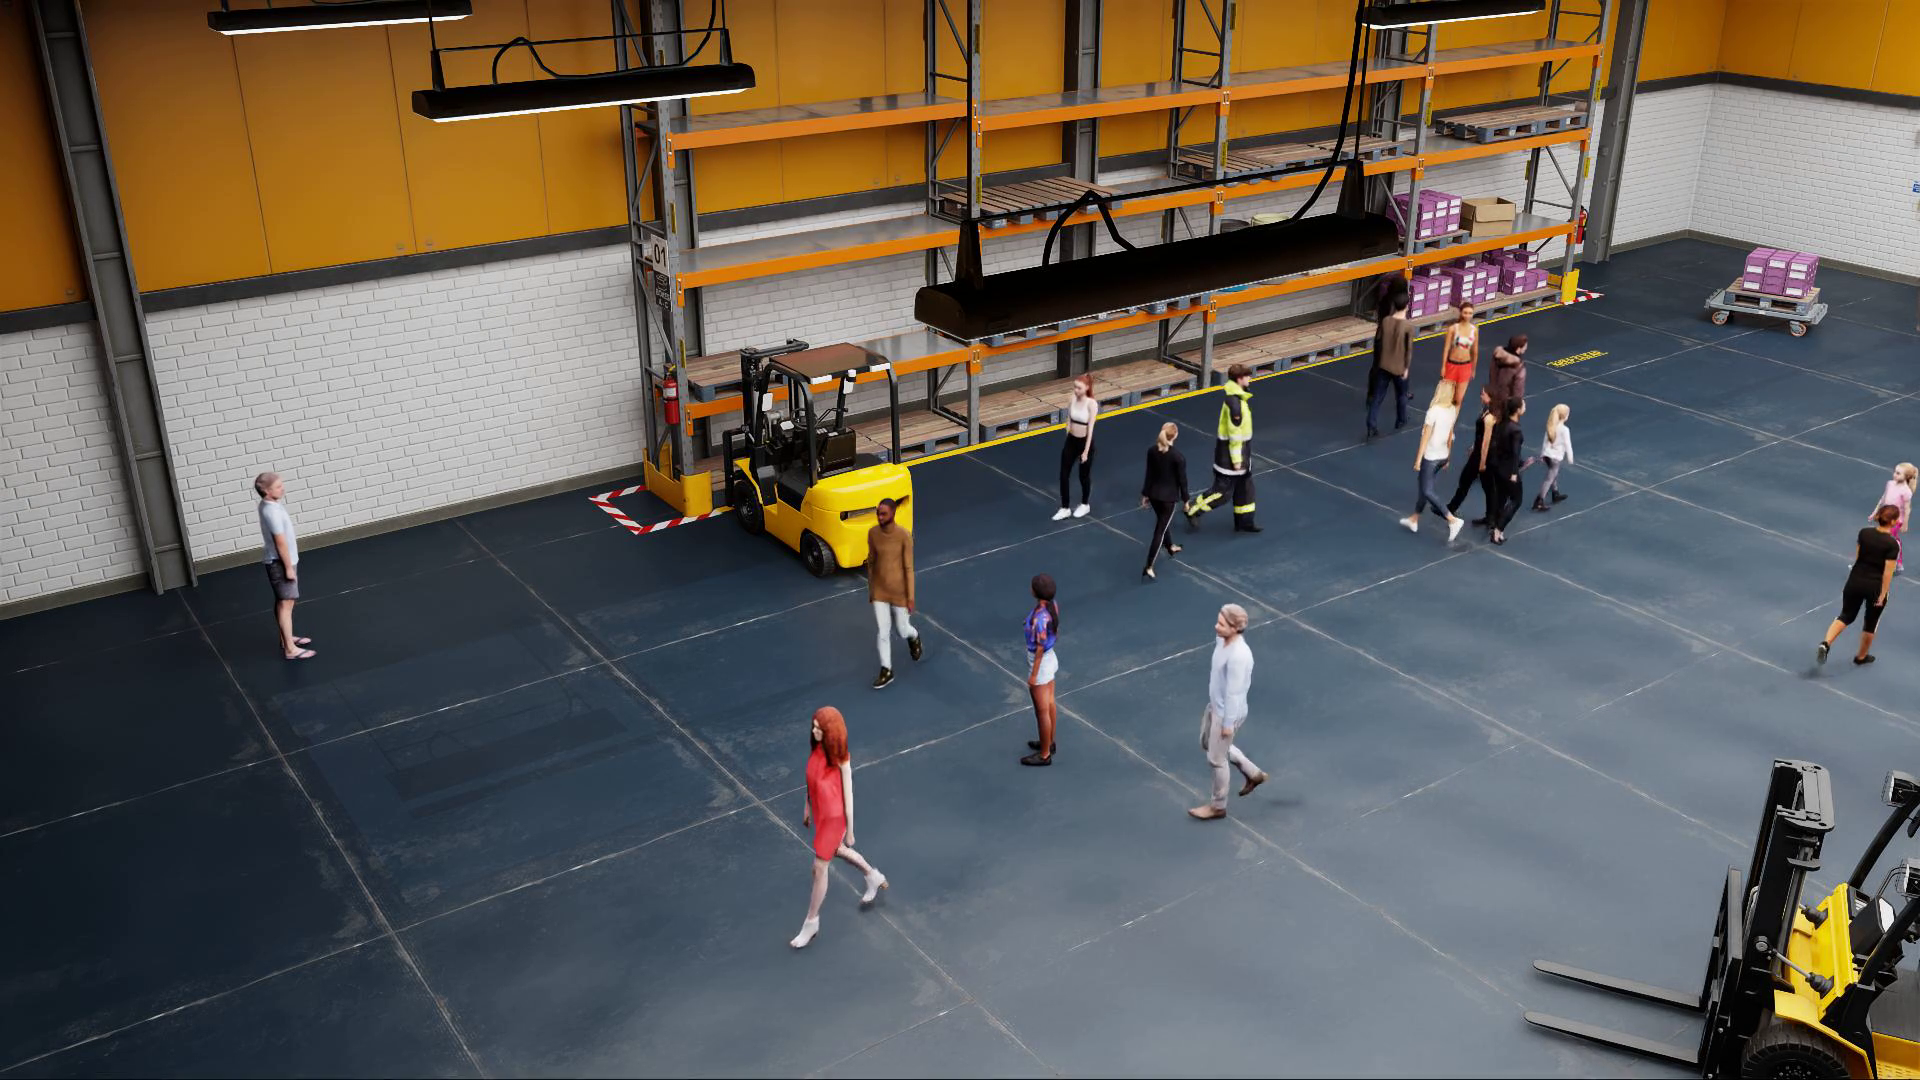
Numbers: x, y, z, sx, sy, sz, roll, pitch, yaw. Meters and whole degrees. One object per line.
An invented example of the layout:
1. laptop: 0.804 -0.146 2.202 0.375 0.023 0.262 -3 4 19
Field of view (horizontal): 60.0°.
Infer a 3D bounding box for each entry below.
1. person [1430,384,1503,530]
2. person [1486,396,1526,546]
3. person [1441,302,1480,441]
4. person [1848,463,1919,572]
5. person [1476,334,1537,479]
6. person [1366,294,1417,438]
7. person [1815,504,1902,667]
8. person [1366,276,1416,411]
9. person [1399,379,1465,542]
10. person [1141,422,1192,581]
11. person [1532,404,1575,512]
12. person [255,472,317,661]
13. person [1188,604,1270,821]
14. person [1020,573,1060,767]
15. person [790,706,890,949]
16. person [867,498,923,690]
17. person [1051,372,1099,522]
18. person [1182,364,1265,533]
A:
1. person: 5.886 -0.907 18.444 0.897 1.669 0.976 13 27 28
2. person: 5.867 -0.747 18.033 0.717 1.705 0.683 -3 24 -7
3. person: 6.338 -2.189 21.232 0.781 1.785 0.836 2 24 5
4. person: 9.808 -0.215 17.391 0.946 1.244 0.753 -2 24 -5
5. person: 6.360 -1.535 19.743 1.234 1.779 0.866 -12 26 -25
6. person: 5.447 -2.168 21.110 0.885 1.845 1.252 18 30 36
7. person: 8.328 0.450 15.369 0.963 1.646 0.642 -12 26 -25
8. person: 5.637 -2.572 22.077 1.051 1.809 0.715 -19 30 -37
9. person: 5.250 -0.841 18.164 0.988 1.772 0.741 -17 29 -33
10. person: 2.060 -0.361 17.206 0.806 1.660 1.123 19 30 36
11. person: 6.726 -0.924 18.995 0.828 1.259 0.635 -6 24 -14
12. person: -6.405 0.220 15.664 0.592 1.830 0.692 -11 26 -24
13. person: 2.164 1.340 13.047 1.036 1.875 0.927 -1 24 -3
14. person: 0.694 1.061 13.846 0.725 1.746 0.641 7 25 16
15. person: -0.838 1.961 11.732 1.091 1.789 0.610 -14 27 -29
16. person: -0.583 0.447 15.181 0.943 1.801 1.076 10 25 21
17. person: 1.423 -1.064 18.734 0.707 1.724 0.869 18 30 36
18. person: 2.919 -0.972 18.237 1.251 1.953 1.225 6 24 12
